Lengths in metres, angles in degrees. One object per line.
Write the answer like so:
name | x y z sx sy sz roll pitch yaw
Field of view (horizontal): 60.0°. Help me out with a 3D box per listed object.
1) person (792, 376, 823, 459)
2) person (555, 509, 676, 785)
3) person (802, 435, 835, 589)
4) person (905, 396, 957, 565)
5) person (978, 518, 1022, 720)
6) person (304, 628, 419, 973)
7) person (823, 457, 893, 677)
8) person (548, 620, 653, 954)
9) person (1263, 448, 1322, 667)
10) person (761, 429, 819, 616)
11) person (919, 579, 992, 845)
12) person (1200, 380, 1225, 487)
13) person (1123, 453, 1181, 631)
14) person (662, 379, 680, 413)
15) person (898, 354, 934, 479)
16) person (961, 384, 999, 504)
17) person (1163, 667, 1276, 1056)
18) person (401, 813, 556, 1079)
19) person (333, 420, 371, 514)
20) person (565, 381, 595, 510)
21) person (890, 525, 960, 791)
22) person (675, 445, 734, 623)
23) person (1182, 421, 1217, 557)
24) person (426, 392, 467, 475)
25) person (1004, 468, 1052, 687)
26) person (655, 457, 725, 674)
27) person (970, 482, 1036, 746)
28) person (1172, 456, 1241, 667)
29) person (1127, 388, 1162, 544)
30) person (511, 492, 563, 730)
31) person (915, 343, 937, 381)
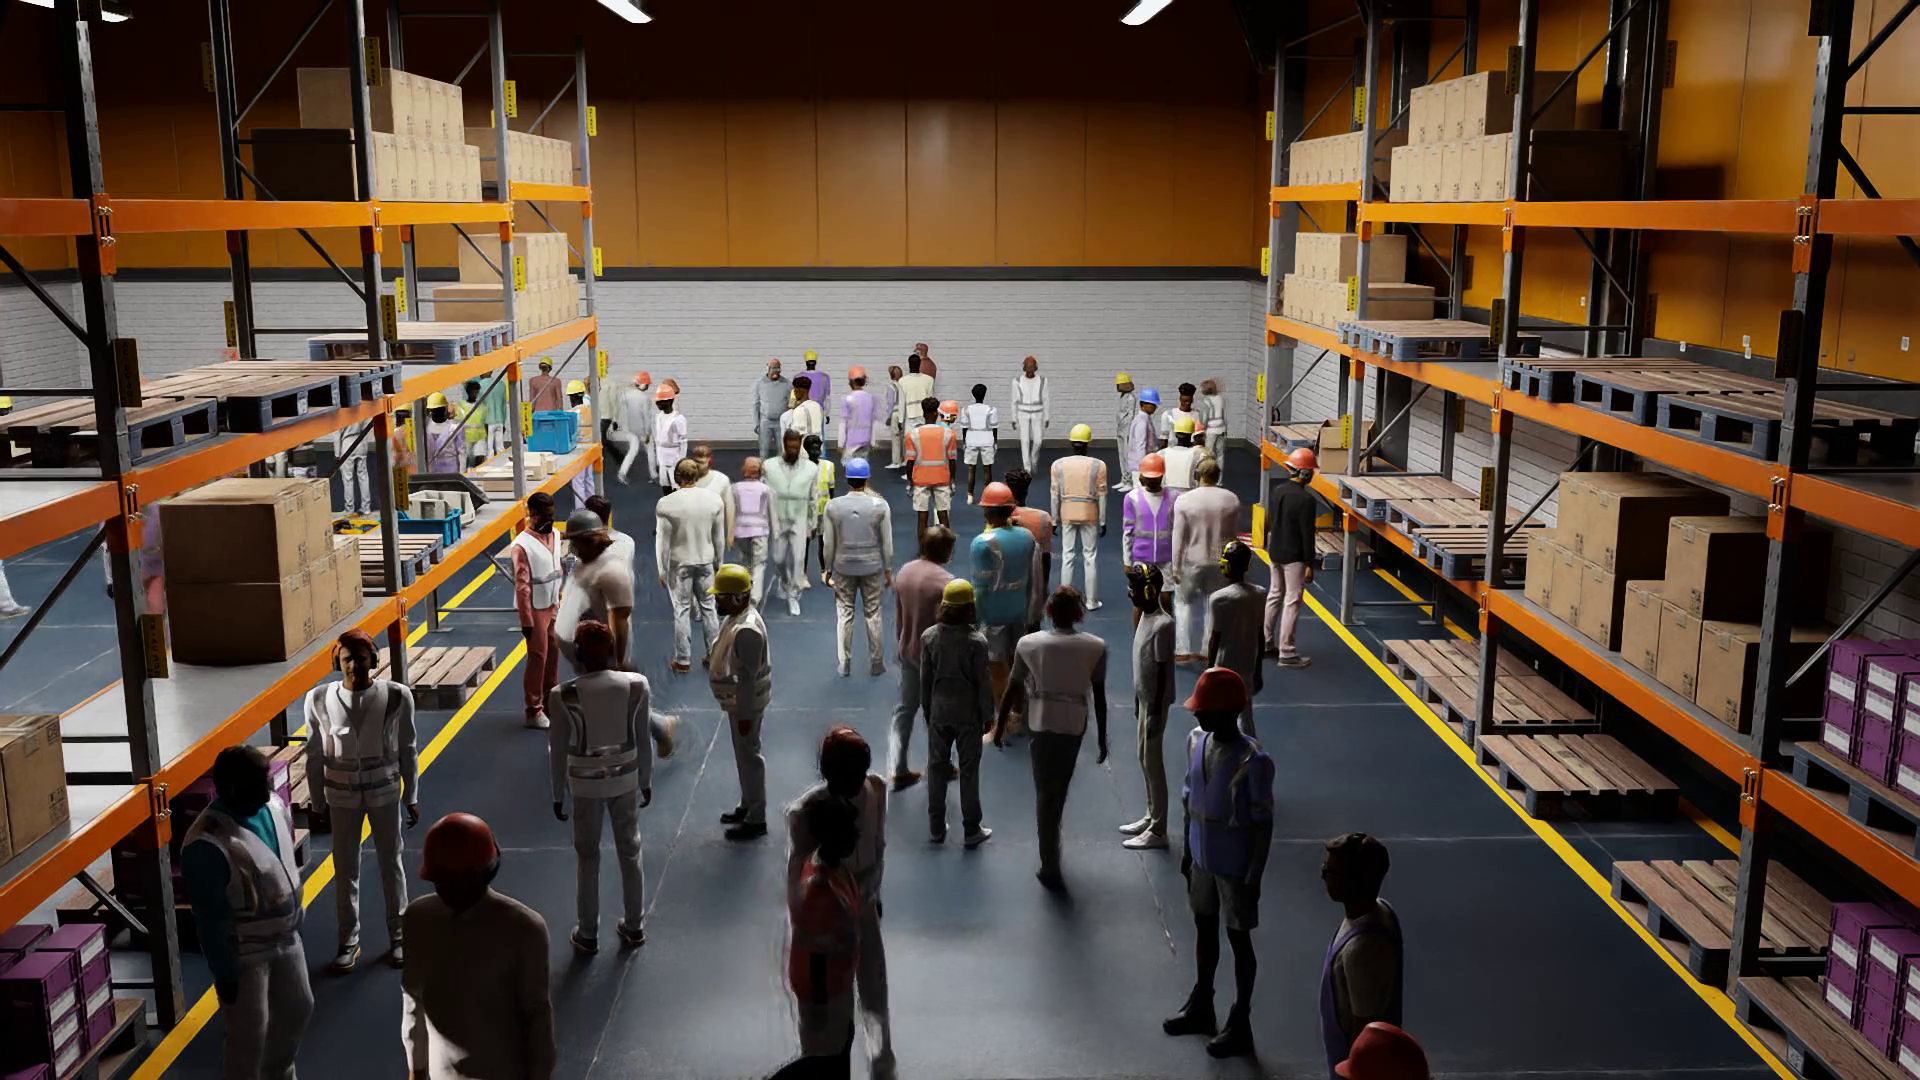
person | -1.997 -1.160 21.669 0.378 1.959 0.609 5 12 23
person | -2.523 0.726 11.990 0.795 2.000 0.695 -9 14 -38
person | -1.587 -0.310 18.066 0.535 1.694 0.319 -7 13 -31
person | -0.339 -0.678 19.234 0.608 1.959 0.384 -1 11 -7
person | 0.310 0.641 13.166 0.483 1.745 0.305 8 14 33
person | -3.224 1.401 9.001 0.576 1.884 0.354 -3 12 -15
person | -0.896 0.241 14.655 0.615 1.945 0.400 0 11 -2
person | -1.978 1.363 9.211 0.576 1.878 0.354 -6 13 -26
person | 3.025 0.154 15.033 0.434 1.981 0.635 -5 12 -23
person | -1.733 -0.209 17.016 0.603 1.902 0.594 -1 11 -5
person | -0.016 1.109 10.826 0.492 1.741 0.319 5 12 23
person | 3.744 -1.566 24.567 0.328 1.613 0.620 9 14 38
person | 1.756 0.155 15.166 0.549 1.923 0.390 0 11 0
person | -4.218 -1.546 24.408 0.268 1.632 0.507 -2 11 -11
person | -0.667 -1.861 25.268 0.593 1.921 0.392 -5 12 -25
person | 0.278 -1.332 23.173 0.535 1.699 0.318 2 11 9
person | 1.268 1.552 8.120 0.376 1.934 0.547 -8 14 -35
person | -1.770 1.934 6.086 0.613 1.984 0.409 4 12 17
person | -8.197 -1.189 22.361 0.320 1.737 0.485 9 14 37
person | -4.905 -1.102 21.490 0.396 1.913 0.591 4 12 20
person | -0.204 0.829 11.816 0.734 1.899 0.758 -10 15 -40
person | -2.577 -0.120 16.927 0.585 1.783 0.941 0 11 0
person | 2.645 -0.476 18.790 0.581 1.732 0.349 -10 15 -40
person | -6.232 -0.821 20.032 0.586 1.928 0.380 2 11 11
person | 0.491 0.372 13.955 0.613 1.963 0.362 -6 13 -27
person | -2.393 0.226 14.797 0.635 1.932 0.362 -6 13 -27
person | 0.305 0.572 12.838 0.613 2.026 0.526 -10 15 -42
person | 2.179 0.206 14.892 0.640 1.924 0.440 -2 11 -11
person | 2.253 -0.895 20.374 0.411 1.939 0.605 2 11 8
person | -3.329 0.552 13.207 0.401 1.909 0.599 3 12 16
person | -0.643 -2.310 27.554 0.409 1.907 0.651 5 12 23
